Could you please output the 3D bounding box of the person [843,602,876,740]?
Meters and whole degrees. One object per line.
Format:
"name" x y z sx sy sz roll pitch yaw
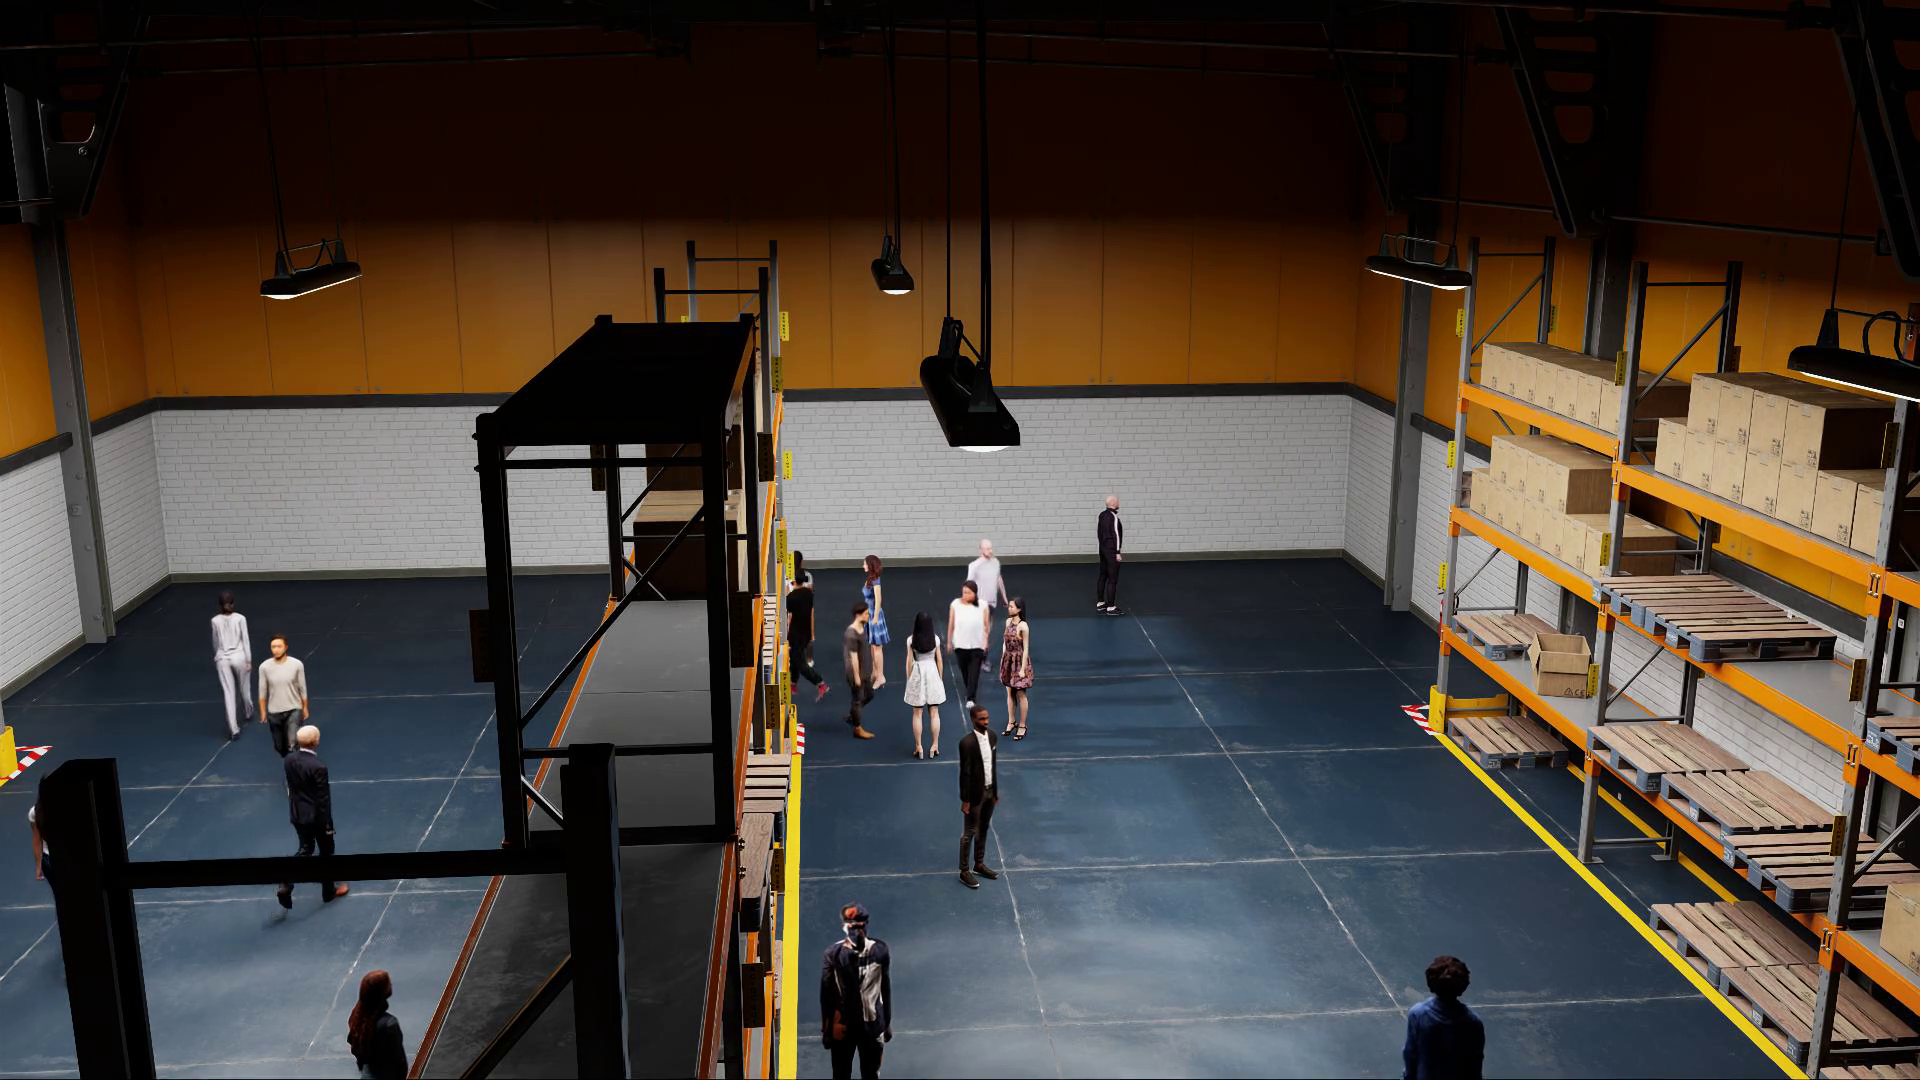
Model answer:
"person" -1.296 1.568 20.133 0.803 1.706 0.732 4 14 16

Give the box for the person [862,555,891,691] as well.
"person" -1.148 1.076 21.954 0.760 1.805 0.561 -3 14 -14

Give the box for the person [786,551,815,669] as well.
"person" -2.209 0.955 22.796 0.594 1.643 0.552 -3 14 -13

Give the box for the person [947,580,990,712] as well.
"person" 0.139 1.317 21.288 0.888 1.649 1.144 3 14 13

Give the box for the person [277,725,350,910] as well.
"person" -6.152 2.622 15.609 0.954 1.787 1.107 6 15 23

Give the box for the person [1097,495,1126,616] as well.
"person" 2.287 0.208 25.472 0.816 1.836 0.652 -7 15 -25

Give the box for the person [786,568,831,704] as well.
"person" -2.011 1.247 21.406 1.081 1.730 1.144 7 15 27

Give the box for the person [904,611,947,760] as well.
"person" -0.419 1.687 19.497 0.629 1.773 0.608 -1 14 -5

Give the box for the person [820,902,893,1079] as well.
"person" -0.739 3.470 11.880 0.729 1.893 0.667 -4 14 -18

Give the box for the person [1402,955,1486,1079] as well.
"person" 3.216 3.709 11.164 1.011 1.766 1.250 5 15 20

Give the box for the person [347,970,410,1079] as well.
"person" -3.884 3.709 11.210 0.675 1.743 0.699 7 15 26

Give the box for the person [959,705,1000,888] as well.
"person" 0.179 2.468 16.215 0.777 1.799 0.727 12 18 40

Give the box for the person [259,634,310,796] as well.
"person" -7.541 1.895 18.602 0.781 1.790 1.087 -4 14 -15

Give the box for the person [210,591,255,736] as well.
"person" -8.880 1.536 20.237 0.726 1.718 1.154 -3 14 -14

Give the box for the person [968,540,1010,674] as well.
"person" 0.277 0.860 22.829 0.847 1.812 0.904 -12 18 -41

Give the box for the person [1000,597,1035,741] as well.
"person" 0.673 1.539 20.105 0.856 1.775 0.776 -10 17 -36
